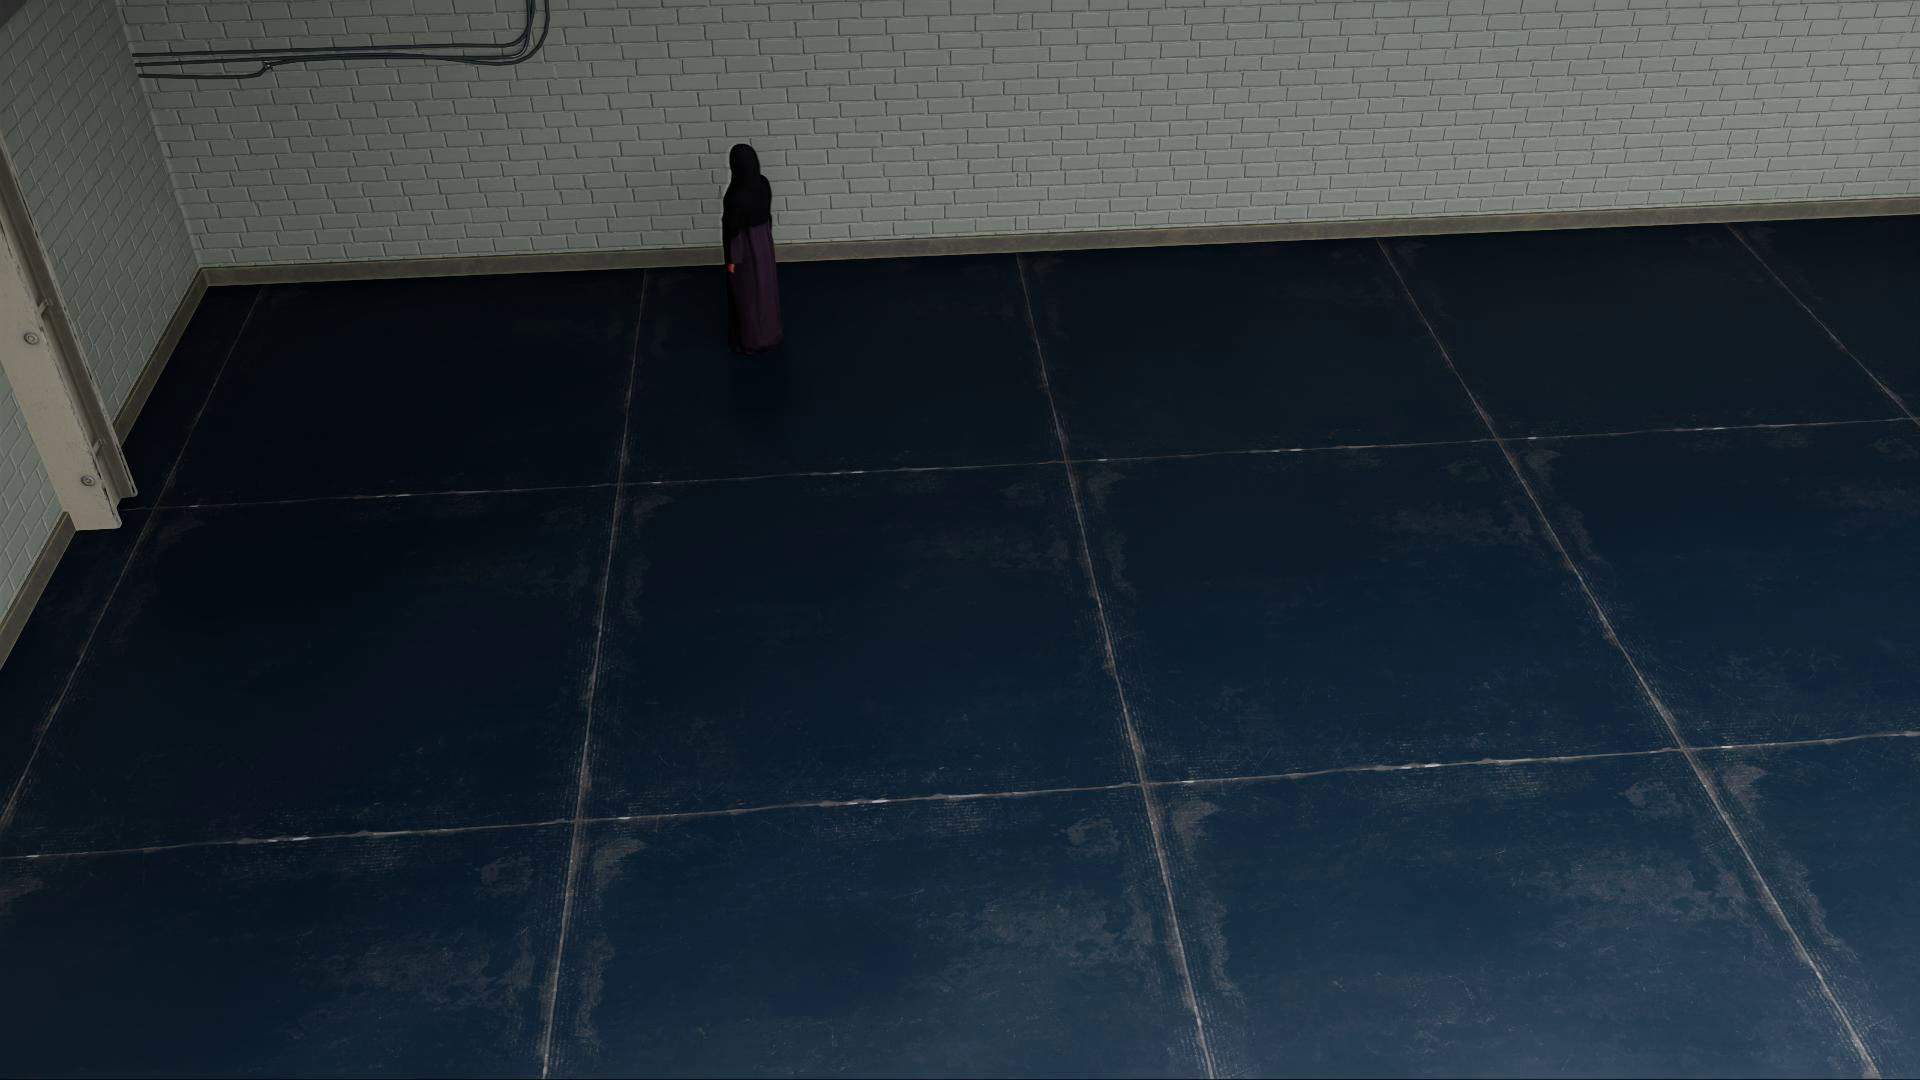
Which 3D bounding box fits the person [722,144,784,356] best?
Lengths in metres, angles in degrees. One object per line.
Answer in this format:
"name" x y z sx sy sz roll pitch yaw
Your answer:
"person" -1.512 -2.099 11.954 0.768 1.614 0.701 24 44 28
